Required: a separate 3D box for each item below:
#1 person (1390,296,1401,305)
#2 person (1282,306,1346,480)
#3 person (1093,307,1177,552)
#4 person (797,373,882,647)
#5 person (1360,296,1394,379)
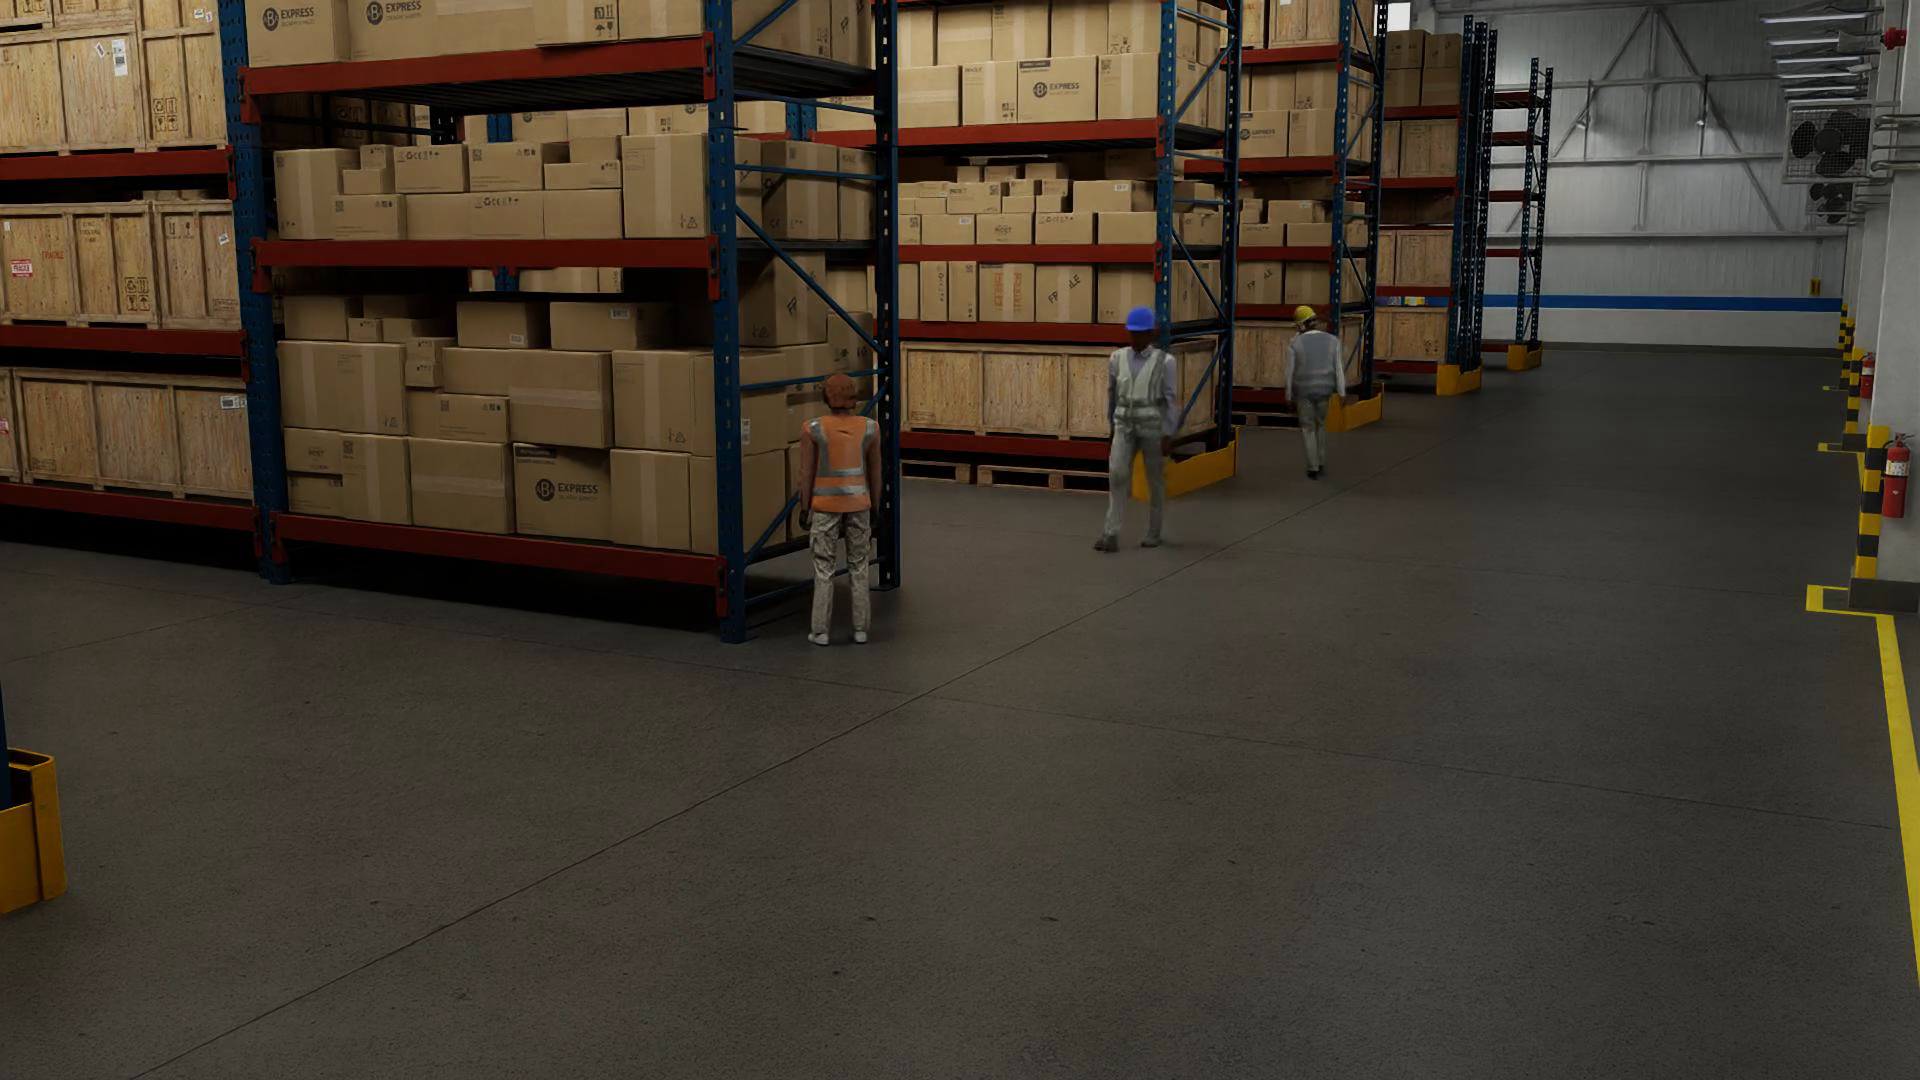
[{"bbox_3d":[10.414,-5.433,39.968,0.330,1.748,0.560,4,10,20],"label":"person"},{"bbox_3d":[3.635,-1.529,17.274,0.652,1.782,0.714,-1,10,-8],"label":"person"},{"bbox_3d":[1.368,-0.845,12.939,0.635,1.903,0.909,6,11,30],"label":"person"},{"bbox_3d":[-0.709,-0.176,9.883,0.521,1.630,0.319,-4,10,-20],"label":"person"},{"bbox_3d":[7.718,-3.946,30.856,0.707,1.923,0.632,5,11,29],"label":"person"}]
